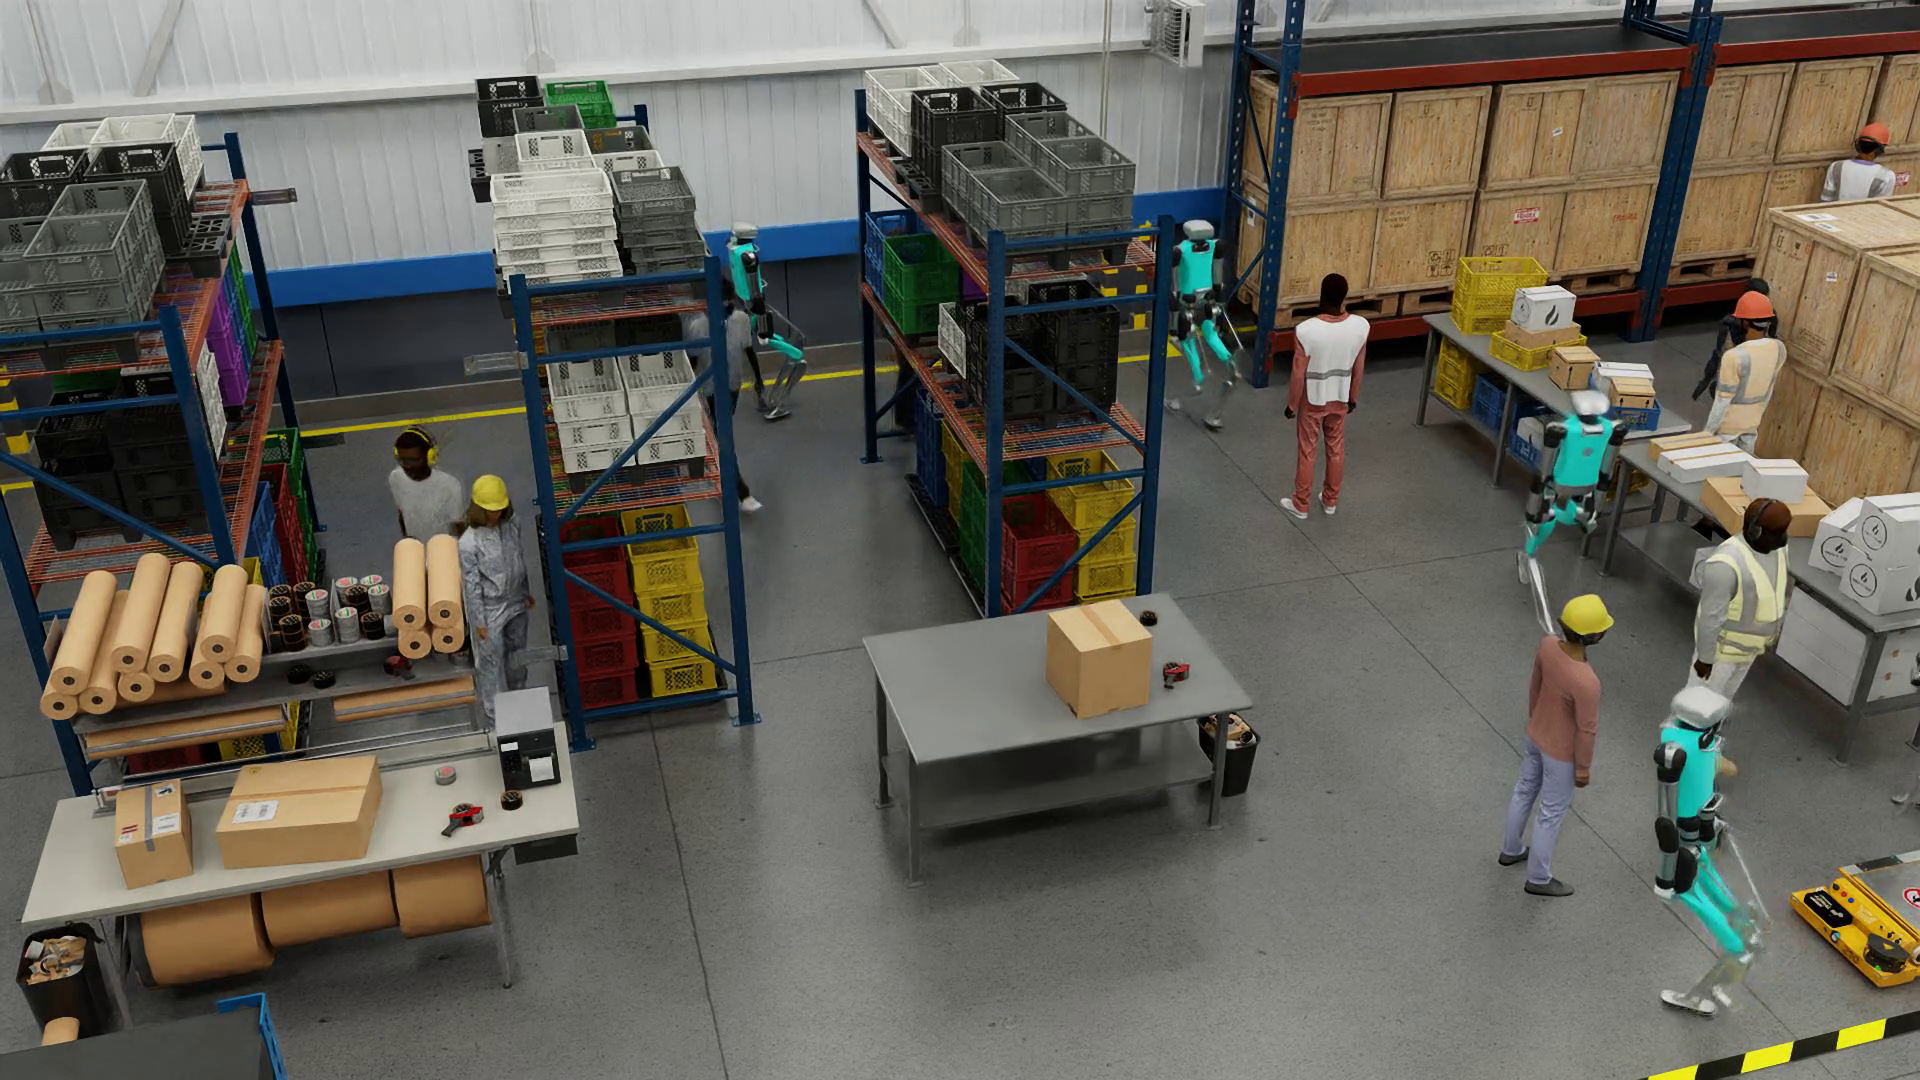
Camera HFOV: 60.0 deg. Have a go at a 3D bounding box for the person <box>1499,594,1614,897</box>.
[{"bbox_3d":[3.125,1.060,8.673,0.305,1.772,0.525,-7,29,-12],"label":"person"}]

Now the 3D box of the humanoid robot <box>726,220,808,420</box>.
[{"bbox_3d":[-1.560,-1.866,13.958,0.714,1.727,0.531,-13,31,-22],"label":"humanoid robot"}]

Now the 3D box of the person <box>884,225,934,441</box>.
[{"bbox_3d":[-0.374,-1.672,13.588,0.492,1.823,0.536,0,29,0],"label":"person"}]

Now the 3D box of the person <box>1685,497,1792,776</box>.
[{"bbox_3d":[4.400,0.585,9.464,0.622,1.844,0.431,-19,34,-31],"label":"person"}]

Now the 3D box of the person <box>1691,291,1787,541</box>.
[{"bbox_3d":[5.570,-0.862,12.009,0.542,1.927,0.371,-12,31,-21],"label":"person"}]

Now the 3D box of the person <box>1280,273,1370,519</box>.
[{"bbox_3d":[2.705,-1.059,12.374,0.591,1.922,0.392,-8,30,-14],"label":"person"}]

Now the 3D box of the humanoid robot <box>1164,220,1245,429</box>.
[{"bbox_3d":[2.034,-1.733,13.790,0.544,1.749,0.951,-12,31,-20],"label":"humanoid robot"}]

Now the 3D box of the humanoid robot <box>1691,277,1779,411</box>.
[{"bbox_3d":[6.124,-1.256,12.997,0.593,1.632,0.627,-9,30,-15],"label":"humanoid robot"}]

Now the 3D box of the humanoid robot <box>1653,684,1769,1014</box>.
[{"bbox_3d":[3.561,1.561,7.812,0.793,1.782,0.547,23,36,36],"label":"humanoid robot"}]

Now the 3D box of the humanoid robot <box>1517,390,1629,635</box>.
[{"bbox_3d":[3.982,-0.323,11.268,0.530,1.769,0.996,-2,29,-4],"label":"humanoid robot"}]

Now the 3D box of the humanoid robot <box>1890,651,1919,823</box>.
[{"bbox_3d":[5.535,0.843,9.179,0.677,1.862,0.553,9,30,15],"label":"humanoid robot"}]

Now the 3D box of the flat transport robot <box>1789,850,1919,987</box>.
[{"bbox_3d":[5.163,1.916,8.676,1.431,0.231,0.659,-8,30,-14],"label":"flat transport robot"}]

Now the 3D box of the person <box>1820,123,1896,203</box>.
[{"bbox_3d":[8.324,-2.883,15.577,0.604,2.035,0.380,24,37,37],"label":"person"}]

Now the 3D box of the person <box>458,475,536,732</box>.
[{"bbox_3d":[-2.716,0.392,9.917,0.313,1.740,0.487,14,32,24],"label":"person"}]

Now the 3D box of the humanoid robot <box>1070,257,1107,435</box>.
[{"bbox_3d":[0.934,-1.611,13.644,0.447,1.633,0.586,25,37,38],"label":"humanoid robot"}]

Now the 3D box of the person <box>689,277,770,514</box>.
[{"bbox_3d":[-1.759,-1.123,12.580,0.547,1.822,0.954,-21,35,-33],"label":"person"}]

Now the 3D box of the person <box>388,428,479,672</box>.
[{"bbox_3d":[-3.244,0.151,10.260,0.551,1.824,0.947,5,29,10],"label":"person"}]
